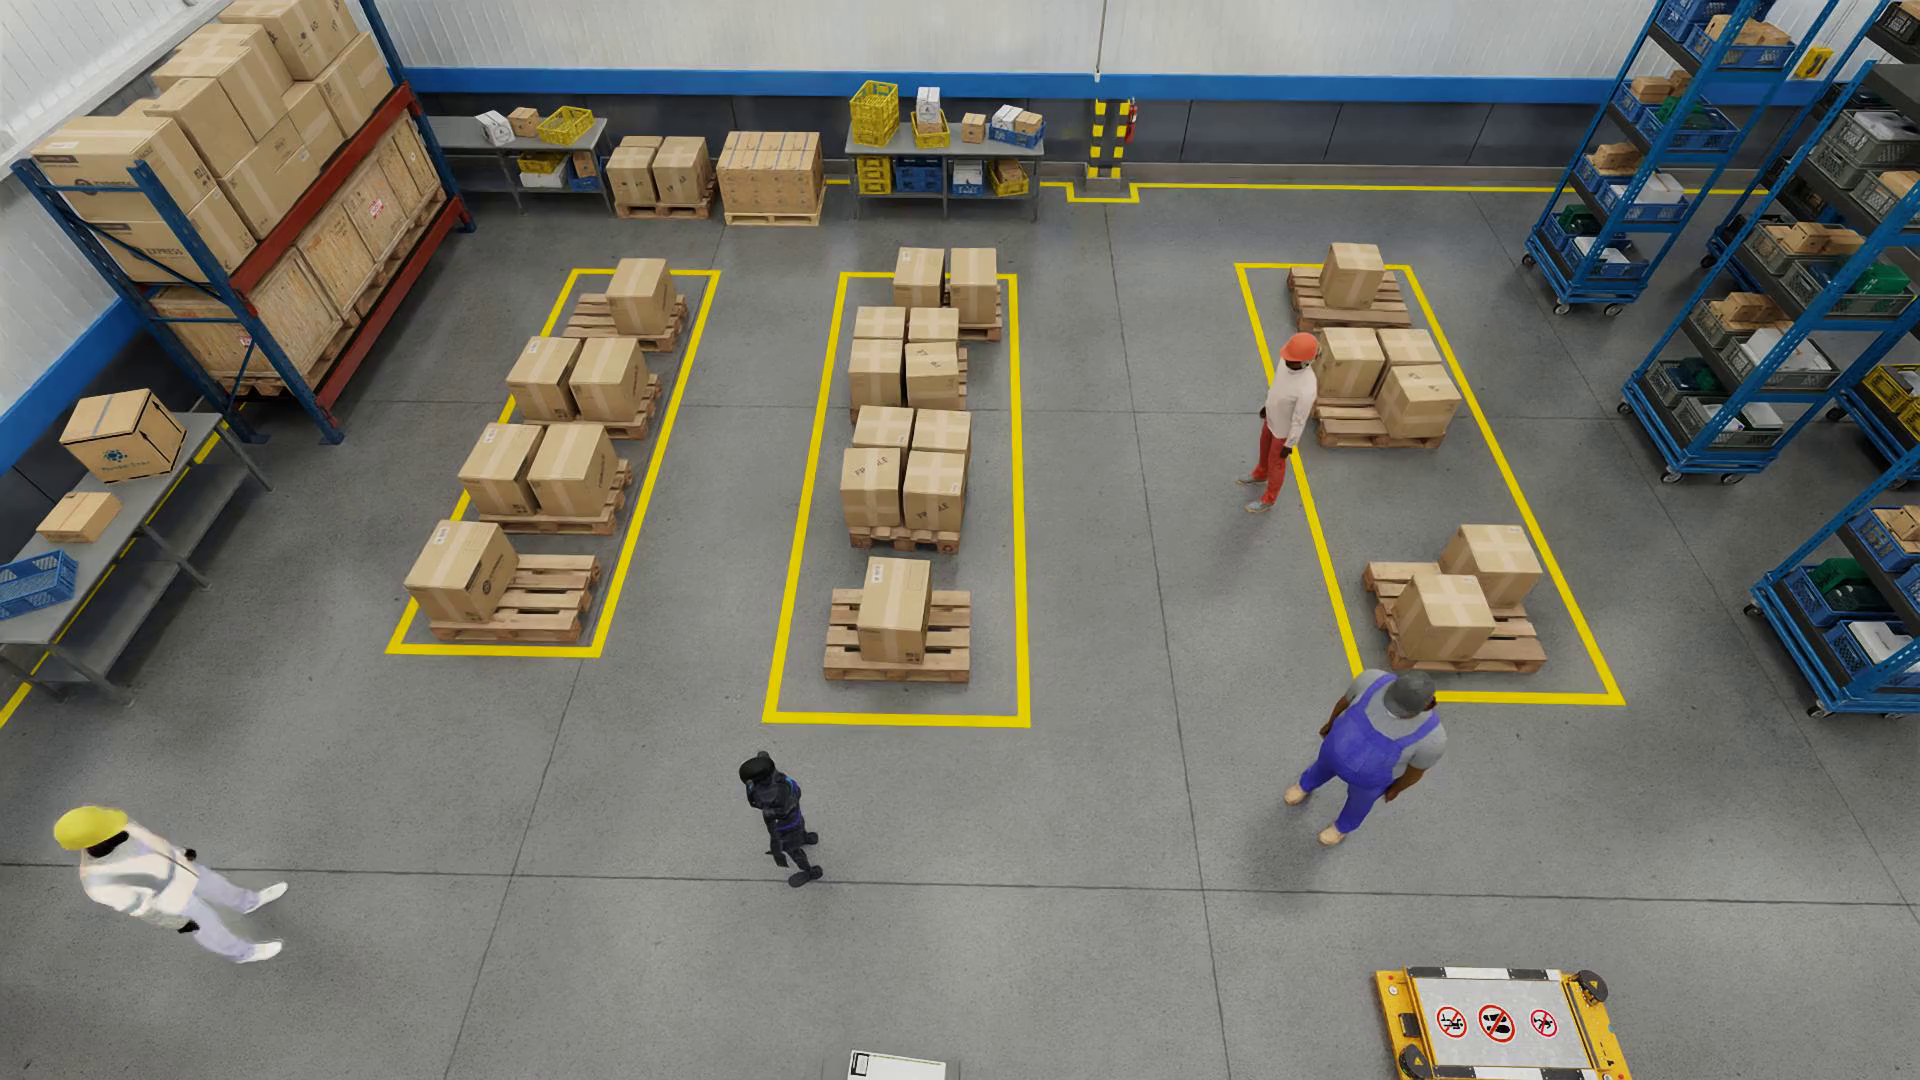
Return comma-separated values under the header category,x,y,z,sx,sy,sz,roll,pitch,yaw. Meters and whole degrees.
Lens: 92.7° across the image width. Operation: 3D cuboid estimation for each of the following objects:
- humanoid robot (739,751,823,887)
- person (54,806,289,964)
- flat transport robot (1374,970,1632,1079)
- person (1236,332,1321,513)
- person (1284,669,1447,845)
category,x,y,z,sx,sy,sz,roll,pitch,yaw
humanoid robot,-1.191,1.831,6.083,0.339,1.651,0.572,-10,51,-8
person,-4.871,2.114,5.709,0.420,1.909,0.632,-22,54,-17
flat transport robot,3.501,3.133,5.914,1.431,0.197,0.652,1,51,1
person,2.859,-1.051,8.245,0.421,1.982,0.627,-3,51,-2
person,2.700,1.446,6.165,0.536,2.000,0.681,-24,55,-18
